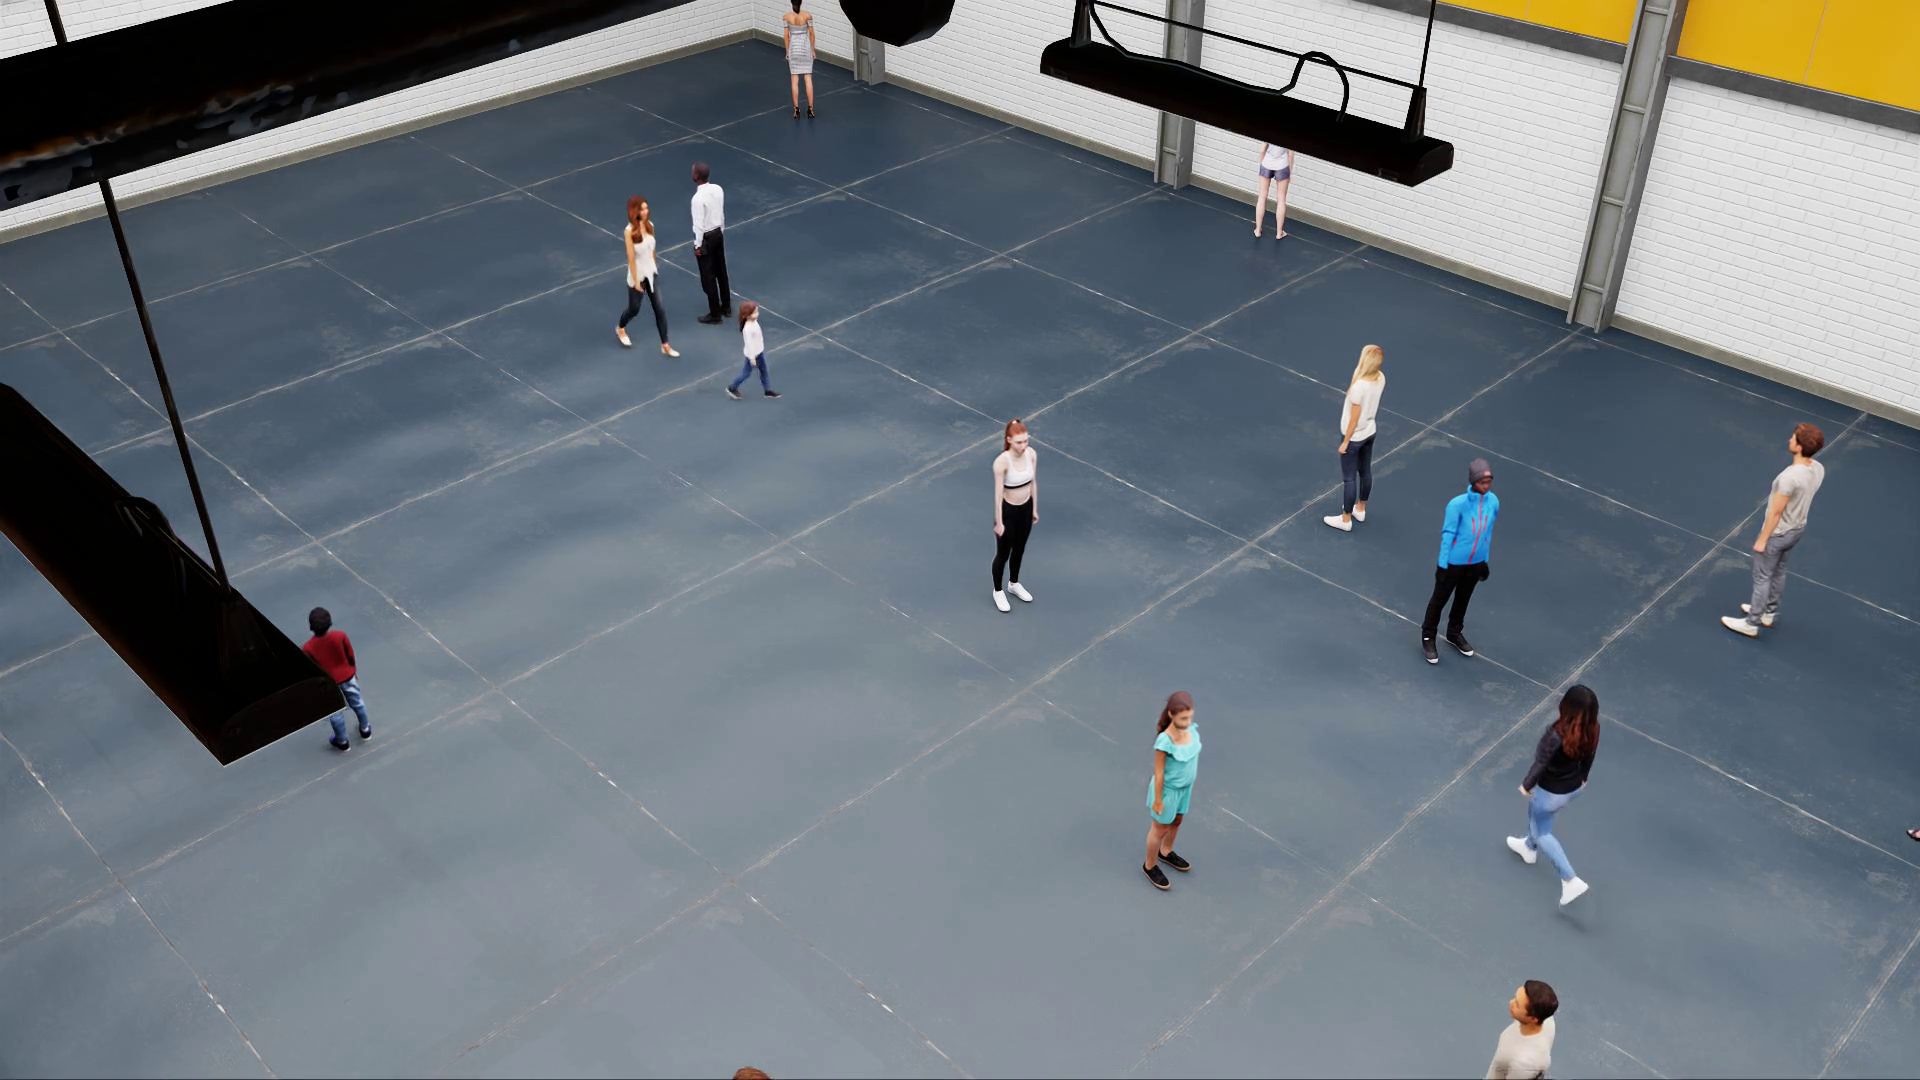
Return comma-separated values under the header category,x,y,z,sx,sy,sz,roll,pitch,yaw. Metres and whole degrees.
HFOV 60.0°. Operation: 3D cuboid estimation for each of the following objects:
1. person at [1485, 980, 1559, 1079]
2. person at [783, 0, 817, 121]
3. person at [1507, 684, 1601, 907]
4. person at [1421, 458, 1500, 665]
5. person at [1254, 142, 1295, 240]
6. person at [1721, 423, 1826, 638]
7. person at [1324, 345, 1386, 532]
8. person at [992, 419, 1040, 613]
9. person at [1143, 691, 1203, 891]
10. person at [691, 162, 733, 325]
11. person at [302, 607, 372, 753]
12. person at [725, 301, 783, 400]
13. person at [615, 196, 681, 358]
category,x,y,z,sx,sy,sz,roll,pitch,yaw
person,3.025,3.047,8.876,1.270,1.778,1.024,10,35,14
person,-2.295,-6.961,23.898,0.675,1.817,0.730,-1,34,-1
person,4.013,1.691,11.067,0.807,1.611,1.076,-17,37,-24
person,3.989,0.145,13.229,0.694,1.792,0.695,-10,35,-14
person,3.848,-4.550,20.315,0.614,1.766,0.722,12,35,17
person,6.655,-0.074,13.465,0.672,1.895,0.586,-24,40,-31
person,3.561,-0.918,14.813,0.610,1.809,0.483,-28,43,-35
person,0.451,-0.220,13.824,0.617,1.742,0.550,-22,39,-29
person,1.430,1.647,11.180,0.504,1.558,0.536,29,43,36
person,-2.765,-3.279,18.341,0.630,1.835,0.702,17,37,23
person,-4.651,1.024,12.391,0.520,1.256,0.501,-25,41,-32
person,-2.169,-1.930,16.983,0.845,1.091,0.716,6,34,9
person,-3.449,-2.800,17.693,1.109,1.756,0.665,25,41,32
